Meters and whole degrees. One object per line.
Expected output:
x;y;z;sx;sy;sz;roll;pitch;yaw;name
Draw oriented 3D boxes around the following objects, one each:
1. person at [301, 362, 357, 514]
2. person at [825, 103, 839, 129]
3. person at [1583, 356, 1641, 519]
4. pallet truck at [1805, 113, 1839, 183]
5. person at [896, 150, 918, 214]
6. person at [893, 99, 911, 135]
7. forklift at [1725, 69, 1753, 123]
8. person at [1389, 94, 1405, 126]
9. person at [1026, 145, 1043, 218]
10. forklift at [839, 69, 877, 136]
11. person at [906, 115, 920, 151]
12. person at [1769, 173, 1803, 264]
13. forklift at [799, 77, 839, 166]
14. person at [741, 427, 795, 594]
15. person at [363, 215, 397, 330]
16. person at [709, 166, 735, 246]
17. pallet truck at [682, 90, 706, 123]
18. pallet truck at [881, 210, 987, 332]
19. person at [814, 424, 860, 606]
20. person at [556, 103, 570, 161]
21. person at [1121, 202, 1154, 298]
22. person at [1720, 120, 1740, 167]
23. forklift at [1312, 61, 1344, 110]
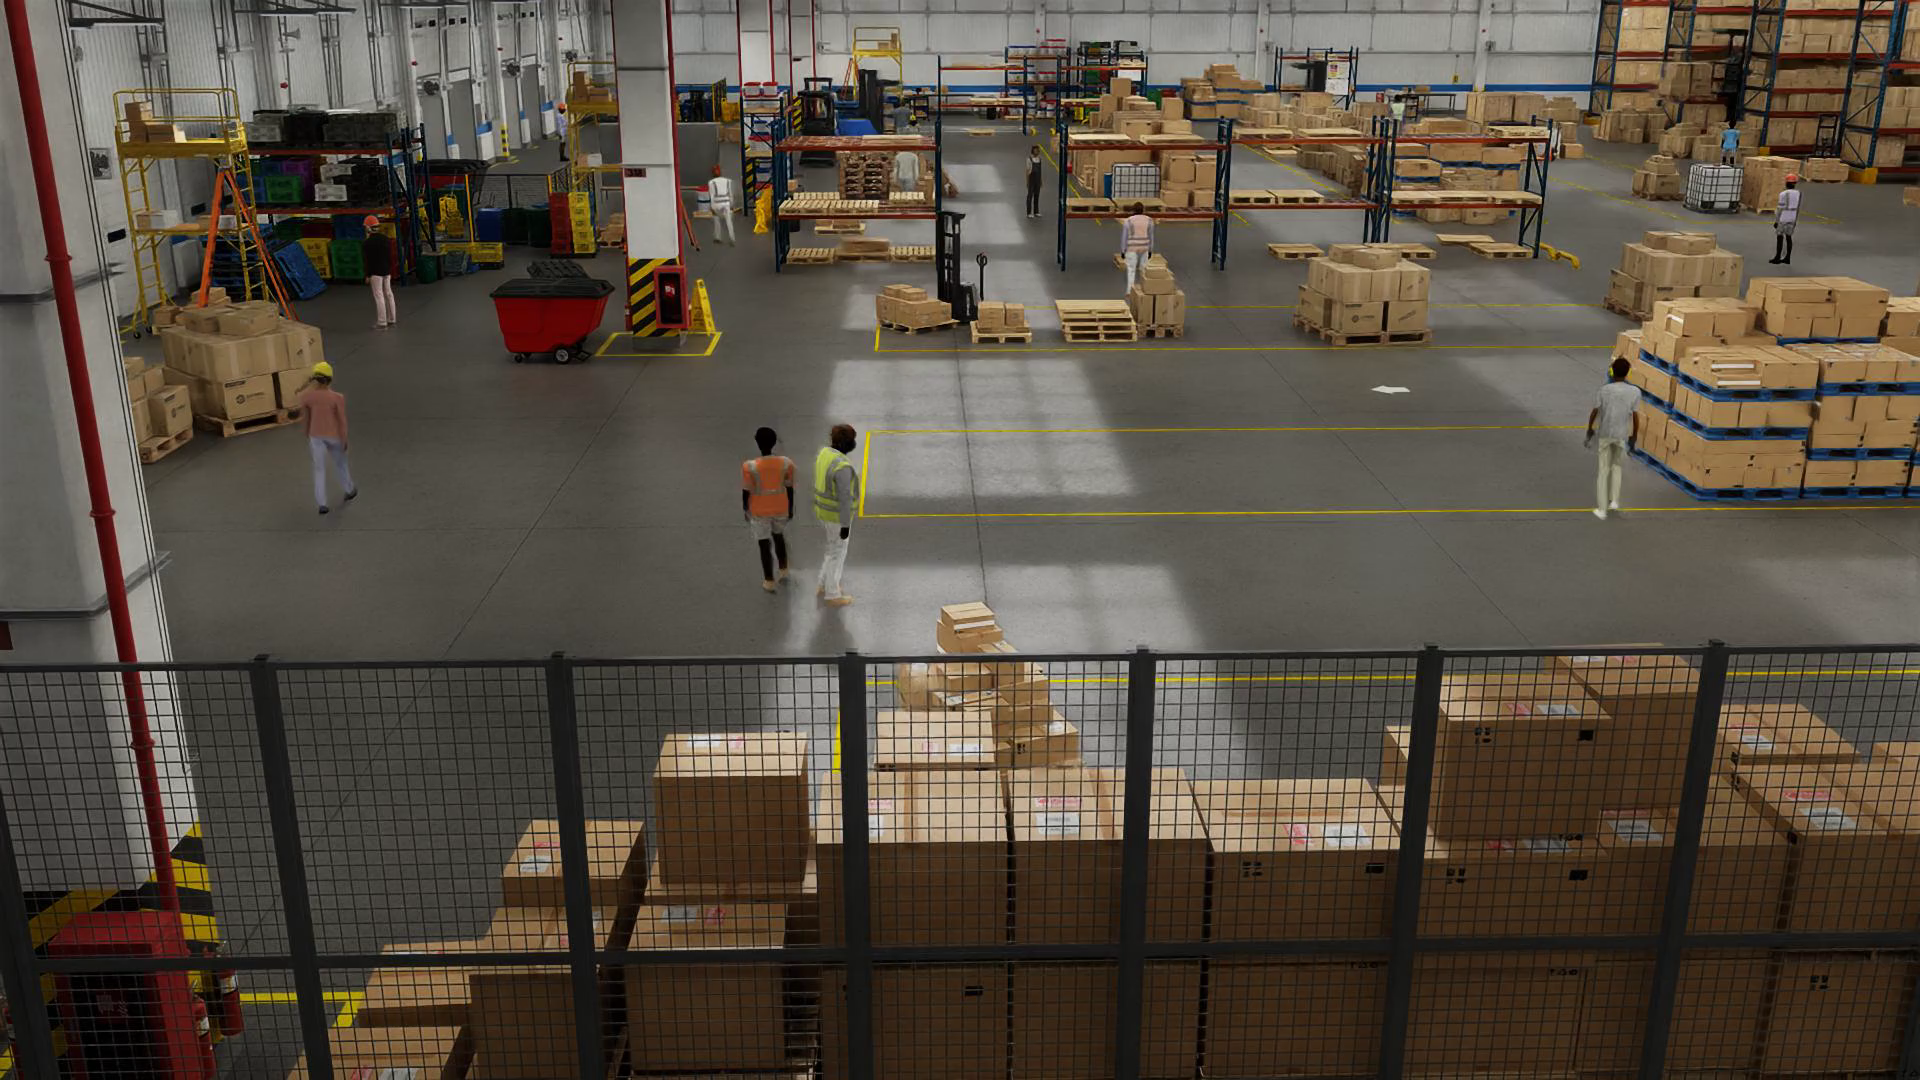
-7.315;-1.201;19.222;0.535;1.720;0.906;-1;19;-4;person
-4.675;-15.146;60.715;0.514;1.641;0.307;-2;19;-5;person
7.404;-1.170;18.935;0.541;1.849;0.551;2;19;6;person
26.403;-11.957;50.702;0.823;1.965;1.885;6;19;16;pallet truck
-1.399;-9.399;43.240;0.655;1.918;0.556;7;20;19;person
-1.999;-14.333;57.850;0.628;1.936;0.377;2;19;5;person
27.973;-15.491;59.826;1.873;2.768;1.129;-1;19;-1;forklift
15.935;-15.372;60.982;0.635;1.893;0.772;-6;19;-16;person
1.920;-9.228;42.840;0.513;1.845;0.335;-14;23;-35;person
-3.352;-15.533;59.950;1.873;2.768;1.129;-10;21;-28;forklift
-1.506;-12.760;53.477;0.487;1.744;0.297;-6;19;-16;person
17.818;-6.921;35.880;0.539;1.929;0.392;-6;19;-16;person
-4.644;-13.871;55.021;1.129;2.768;1.873;2;19;5;forklift
-1.921;-0.305;16.614;0.538;1.682;0.432;-9;21;-25;person
-10.181;-4.674;29.098;0.378;1.996;0.610;7;20;19;person
-5.492;-7.707;38.370;0.589;1.830;1.021;-10;21;-27;person
-9.671;-15.907;62.421;0.823;1.965;1.885;5;19;15;pallet truck
-0.493;-4.759;29.349;1.885;1.965;0.823;-13;23;-34;pallet truck
-1.194;-0.240;16.242;0.436;1.818;0.634;-8;20;-23;person
-13.430;-13.774;56.210;0.384;1.932;0.549;-1;19;-2;person
3.414;-5.593;32.071;0.630;1.838;0.429;-5;19;-13;person
24.146;-12.300;52.183;0.530;1.697;0.321;7;20;21;person
14.207;-17.532;65.881;1.873;2.768;1.129;-1;19;-2;forklift
